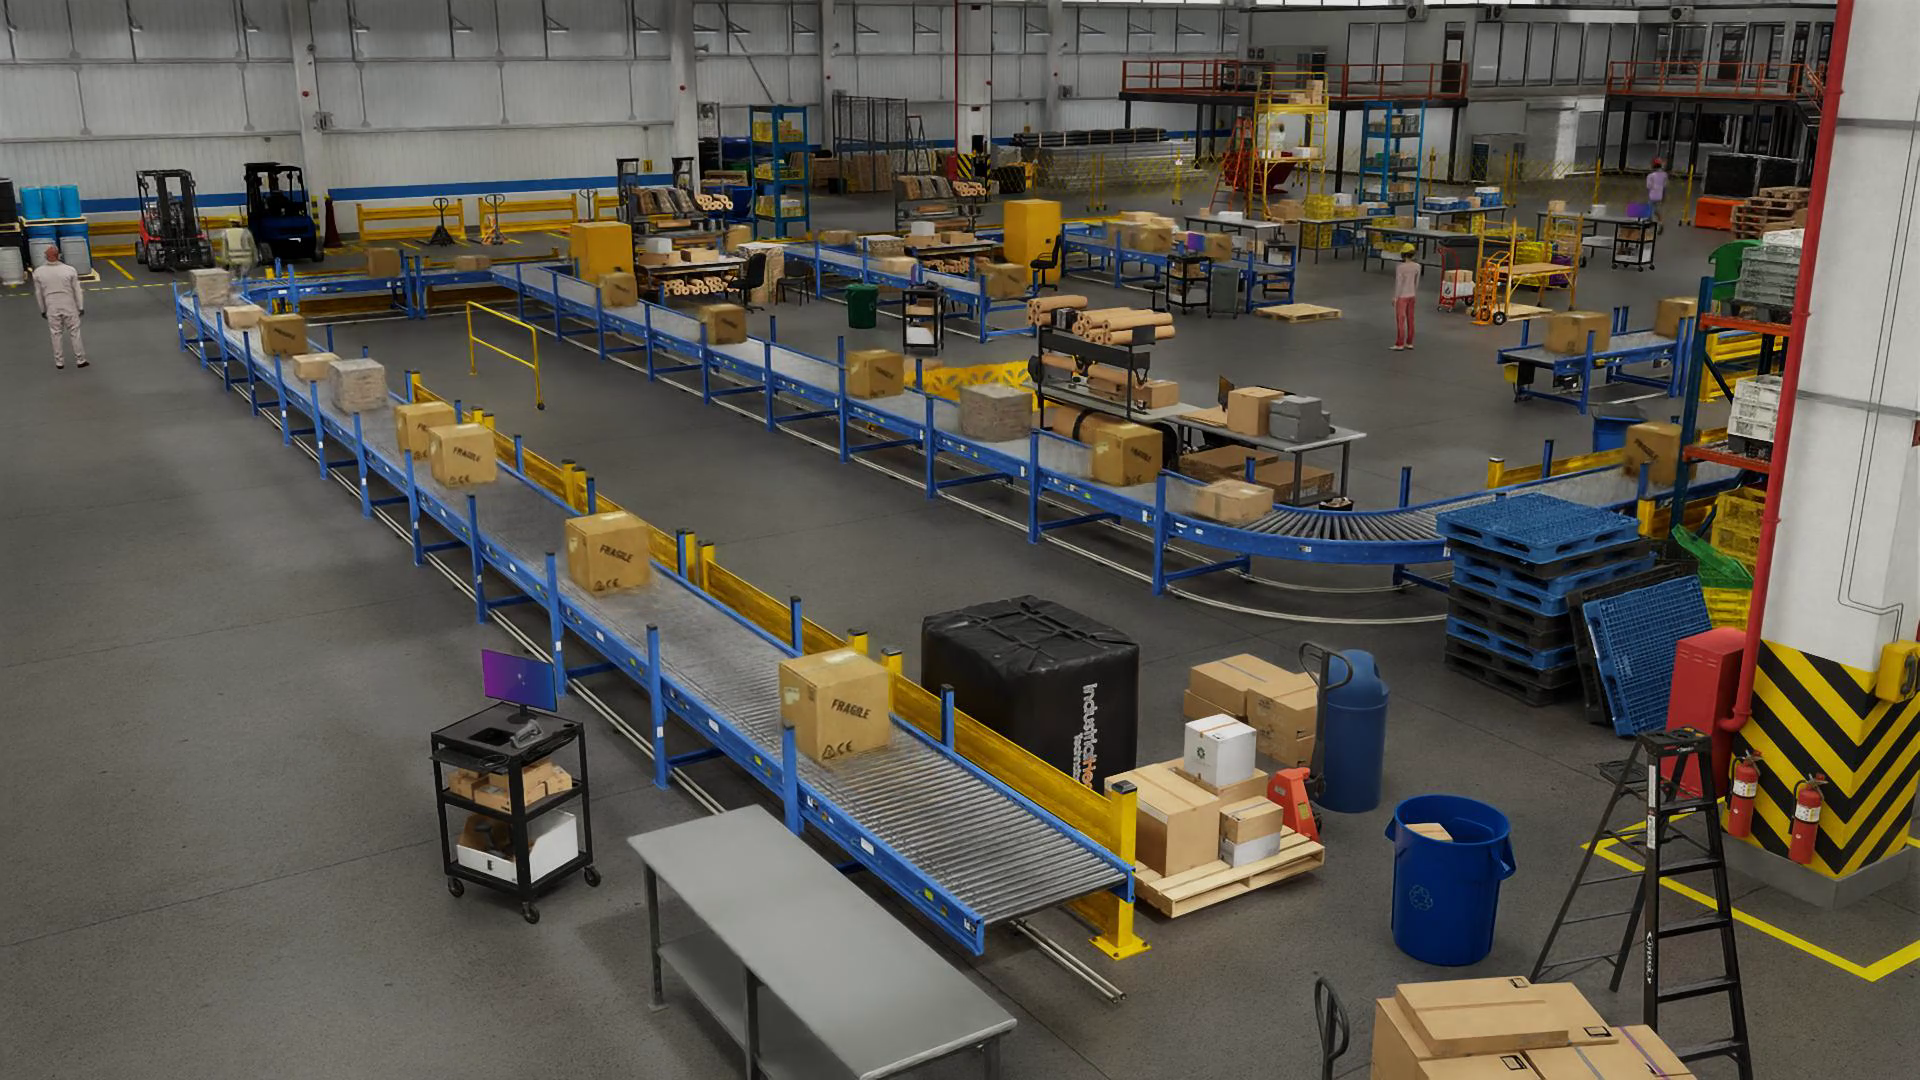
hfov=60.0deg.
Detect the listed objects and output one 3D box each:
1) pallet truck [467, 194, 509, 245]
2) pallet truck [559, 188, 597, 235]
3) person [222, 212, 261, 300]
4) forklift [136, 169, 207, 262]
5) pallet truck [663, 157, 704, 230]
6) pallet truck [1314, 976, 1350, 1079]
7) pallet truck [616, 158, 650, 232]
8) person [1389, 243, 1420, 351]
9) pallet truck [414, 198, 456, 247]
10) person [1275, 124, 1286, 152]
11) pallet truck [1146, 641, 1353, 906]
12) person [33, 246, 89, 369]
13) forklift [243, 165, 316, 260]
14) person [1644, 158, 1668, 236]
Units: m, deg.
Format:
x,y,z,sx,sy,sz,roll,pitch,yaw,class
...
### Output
x,y,z,sx,sy,sz,roll,pitch,yaw,class
-11.983,-8.177,42.137,0.704,1.261,1.522,-11,20,-33,pallet truck
-10.010,-8.652,43.699,0.653,1.274,1.630,-10,20,-31,pallet truck
-13.786,-5.398,32.031,0.599,1.793,0.885,1,17,4,person
-17.842,-7.318,37.559,1.157,1.987,2.680,-10,20,-31,forklift
-7.586,-9.308,44.692,0.823,1.965,1.885,-11,20,-33,pallet truck
2.299,2.390,7.086,1.601,1.201,0.680,-2,17,-7,pallet truck
-8.918,-9.176,44.255,0.823,1.965,1.885,-9,19,-27,pallet truck
7.340,-4.015,27.477,0.535,1.767,0.317,-11,20,-32,person
-13.250,-8.060,41.856,0.680,1.201,1.601,-10,20,-31,pallet truck
12.493,-15.174,64.471,0.599,1.842,0.923,-12,21,-35,person
1.664,1.407,10.232,1.630,1.274,0.653,-10,20,-31,pallet truck
-14.008,-3.624,25.936,0.643,1.909,0.410,-6,18,-18,person
-15.898,-7.669,38.708,1.157,1.987,2.680,-11,20,-33,forklift
18.189,-8.959,43.482,0.633,2.025,0.611,-3,17,-9,person
